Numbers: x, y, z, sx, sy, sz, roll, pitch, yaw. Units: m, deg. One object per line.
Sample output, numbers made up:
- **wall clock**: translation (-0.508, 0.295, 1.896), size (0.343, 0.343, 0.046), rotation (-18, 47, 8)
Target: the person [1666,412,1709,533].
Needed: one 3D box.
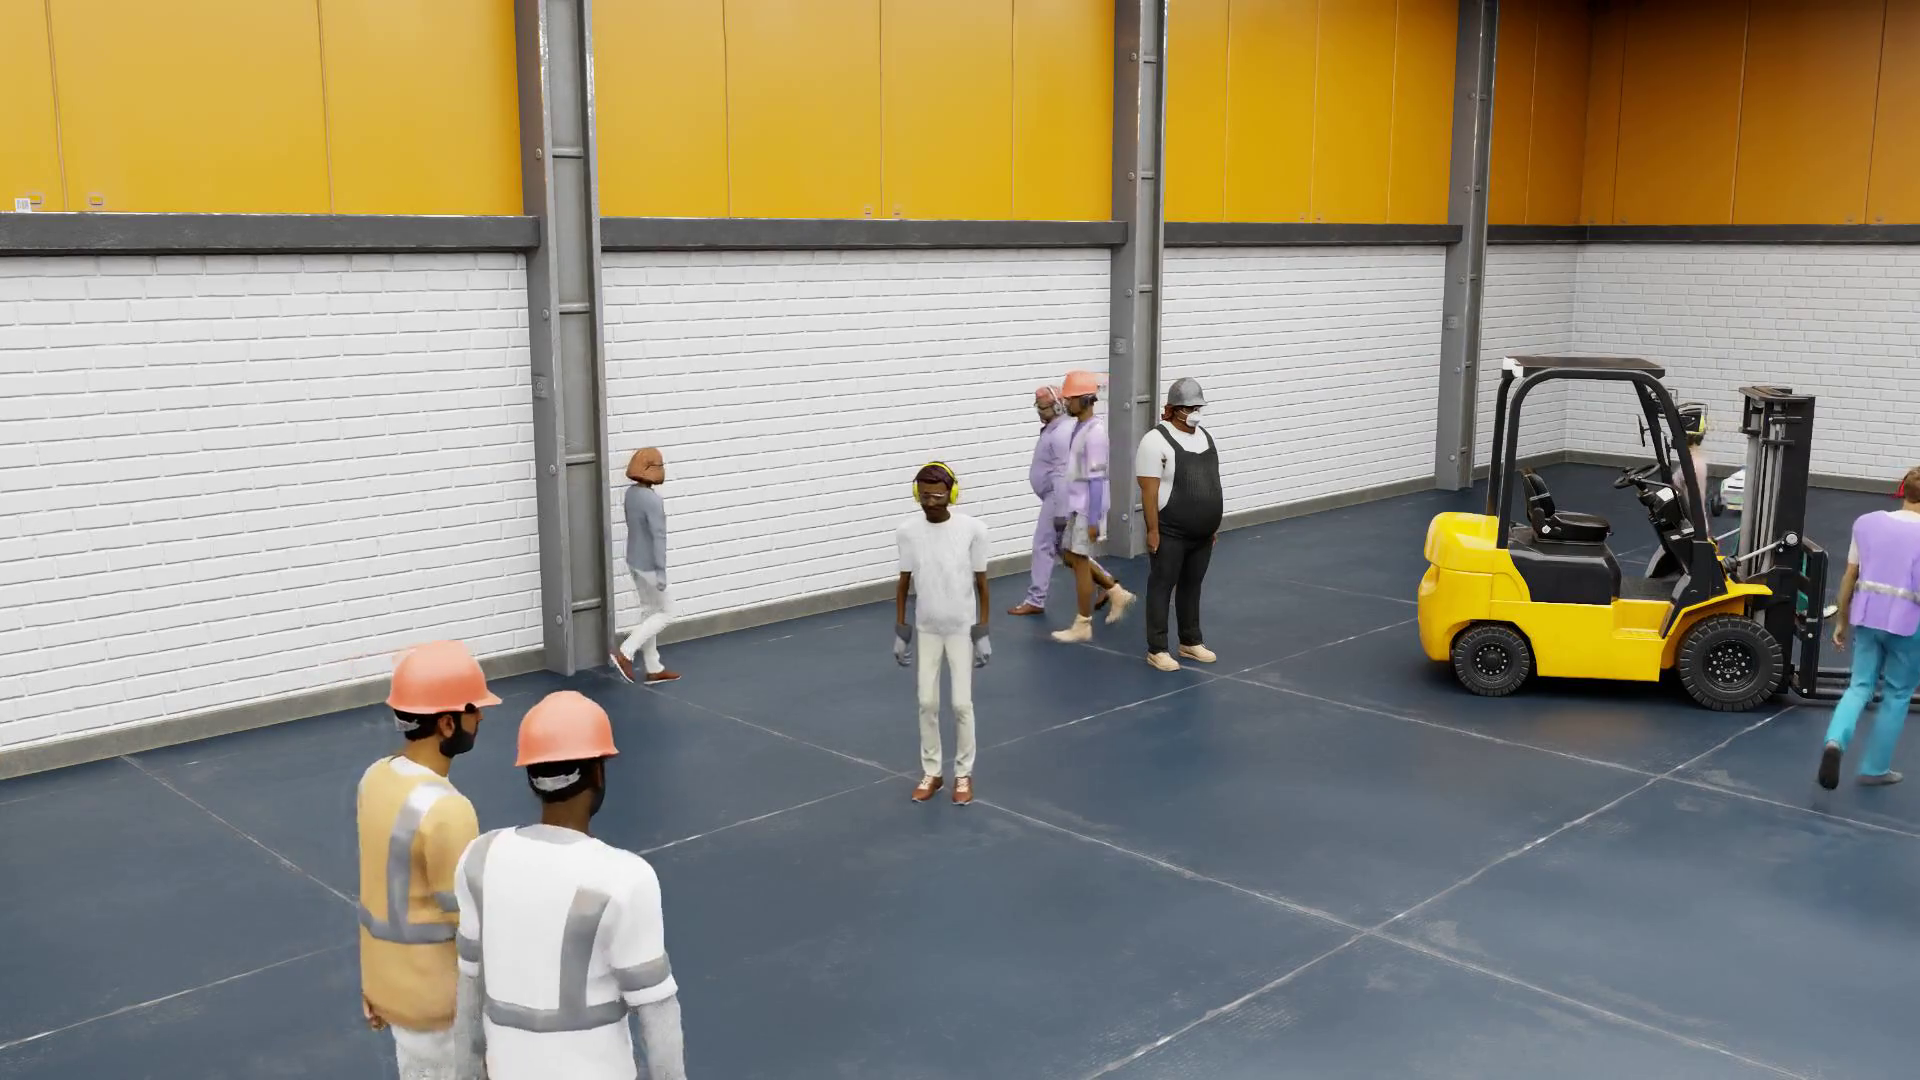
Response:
- **person**: translation (5.373, -0.061, 12.102), size (0.689, 1.747, 0.529), rotation (4, 11, 20)

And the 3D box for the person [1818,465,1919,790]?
- **person**: translation (4.936, 0.496, 8.877), size (0.689, 1.809, 0.594), rotation (-7, 13, -34)

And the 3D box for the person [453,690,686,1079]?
- **person**: translation (-0.938, 1.330, 4.070), size (0.657, 1.900, 0.513), rotation (5, 12, 26)

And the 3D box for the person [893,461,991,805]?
- **person**: translation (-0.105, 0.493, 8.783), size (0.535, 1.849, 0.390), rotation (3, 11, 15)

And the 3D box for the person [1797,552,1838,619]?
- **person**: translation (6.326, -0.179, 12.790), size (0.923, 1.712, 0.534), rotation (-2, 11, -11)

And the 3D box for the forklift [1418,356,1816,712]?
- **forklift**: translation (4.276, -0.101, 11.076), size (2.313, 2.155, 1.214), rotation (2, 11, 13)

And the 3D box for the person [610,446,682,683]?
- **person**: translation (-2.104, 0.184, 11.066), size (0.455, 1.618, 0.516), rotation (-7, 13, -34)

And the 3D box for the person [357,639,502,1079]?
- **person**: translation (-1.401, 1.221, 4.617), size (0.606, 1.913, 0.551), rotation (-7, 12, -33)

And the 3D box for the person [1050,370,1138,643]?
- **person**: translation (0.985, -0.243, 12.313), size (0.592, 2.025, 0.668), rotation (-1, 10, -5)

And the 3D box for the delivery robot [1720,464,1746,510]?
- **delivery robot**: translation (8.437, -0.574, 17.871), size (0.477, 0.478, 0.707), rotation (8, 13, 37)

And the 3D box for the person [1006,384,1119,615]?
- **person**: translation (0.829, -0.310, 13.148), size (0.848, 1.866, 0.675), rotation (0, 10, -1)

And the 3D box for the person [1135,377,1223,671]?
- **person**: translation (1.581, -0.120, 11.597), size (0.682, 2.000, 0.537), rotation (-8, 13, -38)
